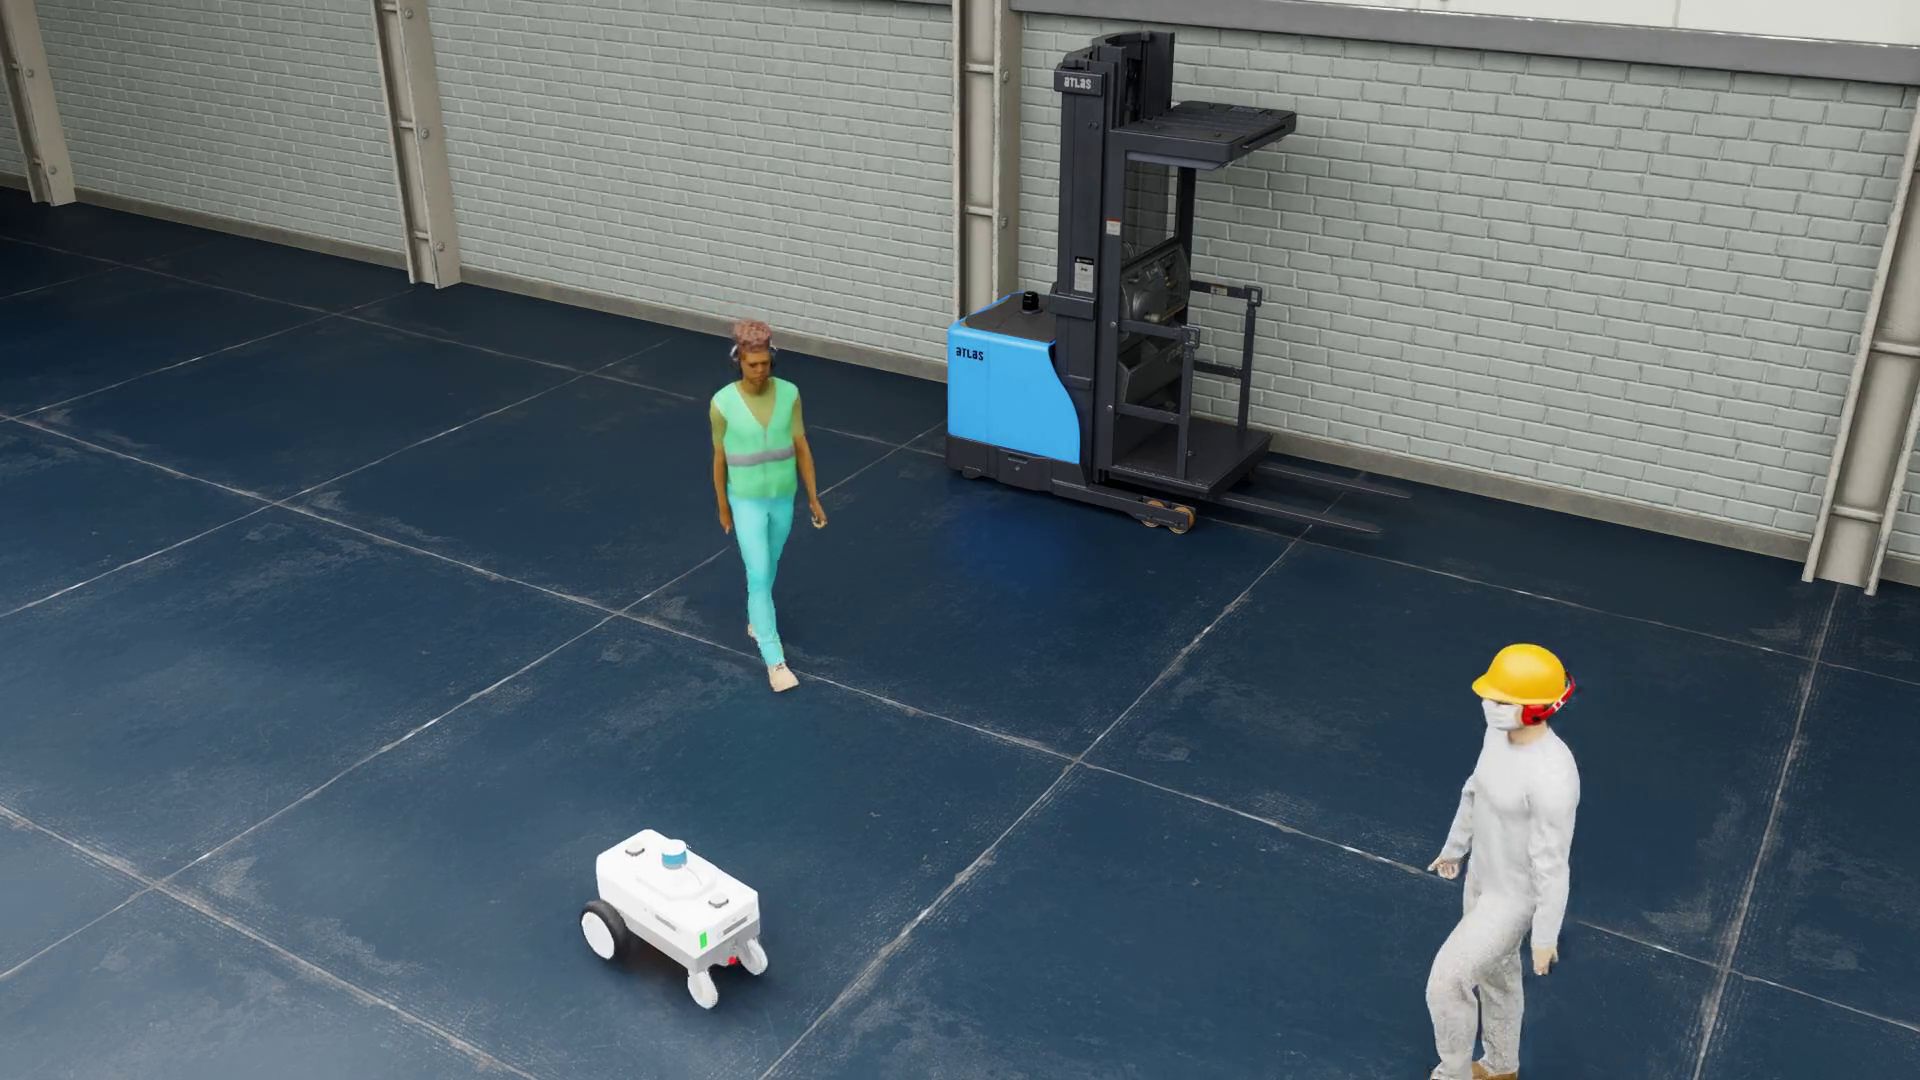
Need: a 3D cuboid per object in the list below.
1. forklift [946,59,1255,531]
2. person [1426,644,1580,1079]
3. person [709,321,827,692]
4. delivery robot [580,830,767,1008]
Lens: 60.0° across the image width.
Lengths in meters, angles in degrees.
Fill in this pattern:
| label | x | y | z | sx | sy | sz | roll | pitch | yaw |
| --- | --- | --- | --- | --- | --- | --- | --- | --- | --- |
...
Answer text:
| label | x | y | z | sx | sy | sz | roll | pitch | yaw |
| --- | --- | --- | --- | --- | --- | --- | --- | --- | --- |
| forklift | 0.933 | -1.707 | 10.833 | 1.873 | 2.768 | 1.129 | 15 | 29 | 28 |
| person | 1.814 | 1.211 | 5.816 | 0.638 | 1.875 | 0.616 | -1 | 25 | -2 |
| person | -0.979 | -0.185 | 8.699 | 0.515 | 1.936 | 0.956 | -13 | 28 | -26 |
| delivery robot | -1.159 | 1.496 | 6.779 | 0.813 | 0.610 | 0.499 | 20 | 32 | 36 |
